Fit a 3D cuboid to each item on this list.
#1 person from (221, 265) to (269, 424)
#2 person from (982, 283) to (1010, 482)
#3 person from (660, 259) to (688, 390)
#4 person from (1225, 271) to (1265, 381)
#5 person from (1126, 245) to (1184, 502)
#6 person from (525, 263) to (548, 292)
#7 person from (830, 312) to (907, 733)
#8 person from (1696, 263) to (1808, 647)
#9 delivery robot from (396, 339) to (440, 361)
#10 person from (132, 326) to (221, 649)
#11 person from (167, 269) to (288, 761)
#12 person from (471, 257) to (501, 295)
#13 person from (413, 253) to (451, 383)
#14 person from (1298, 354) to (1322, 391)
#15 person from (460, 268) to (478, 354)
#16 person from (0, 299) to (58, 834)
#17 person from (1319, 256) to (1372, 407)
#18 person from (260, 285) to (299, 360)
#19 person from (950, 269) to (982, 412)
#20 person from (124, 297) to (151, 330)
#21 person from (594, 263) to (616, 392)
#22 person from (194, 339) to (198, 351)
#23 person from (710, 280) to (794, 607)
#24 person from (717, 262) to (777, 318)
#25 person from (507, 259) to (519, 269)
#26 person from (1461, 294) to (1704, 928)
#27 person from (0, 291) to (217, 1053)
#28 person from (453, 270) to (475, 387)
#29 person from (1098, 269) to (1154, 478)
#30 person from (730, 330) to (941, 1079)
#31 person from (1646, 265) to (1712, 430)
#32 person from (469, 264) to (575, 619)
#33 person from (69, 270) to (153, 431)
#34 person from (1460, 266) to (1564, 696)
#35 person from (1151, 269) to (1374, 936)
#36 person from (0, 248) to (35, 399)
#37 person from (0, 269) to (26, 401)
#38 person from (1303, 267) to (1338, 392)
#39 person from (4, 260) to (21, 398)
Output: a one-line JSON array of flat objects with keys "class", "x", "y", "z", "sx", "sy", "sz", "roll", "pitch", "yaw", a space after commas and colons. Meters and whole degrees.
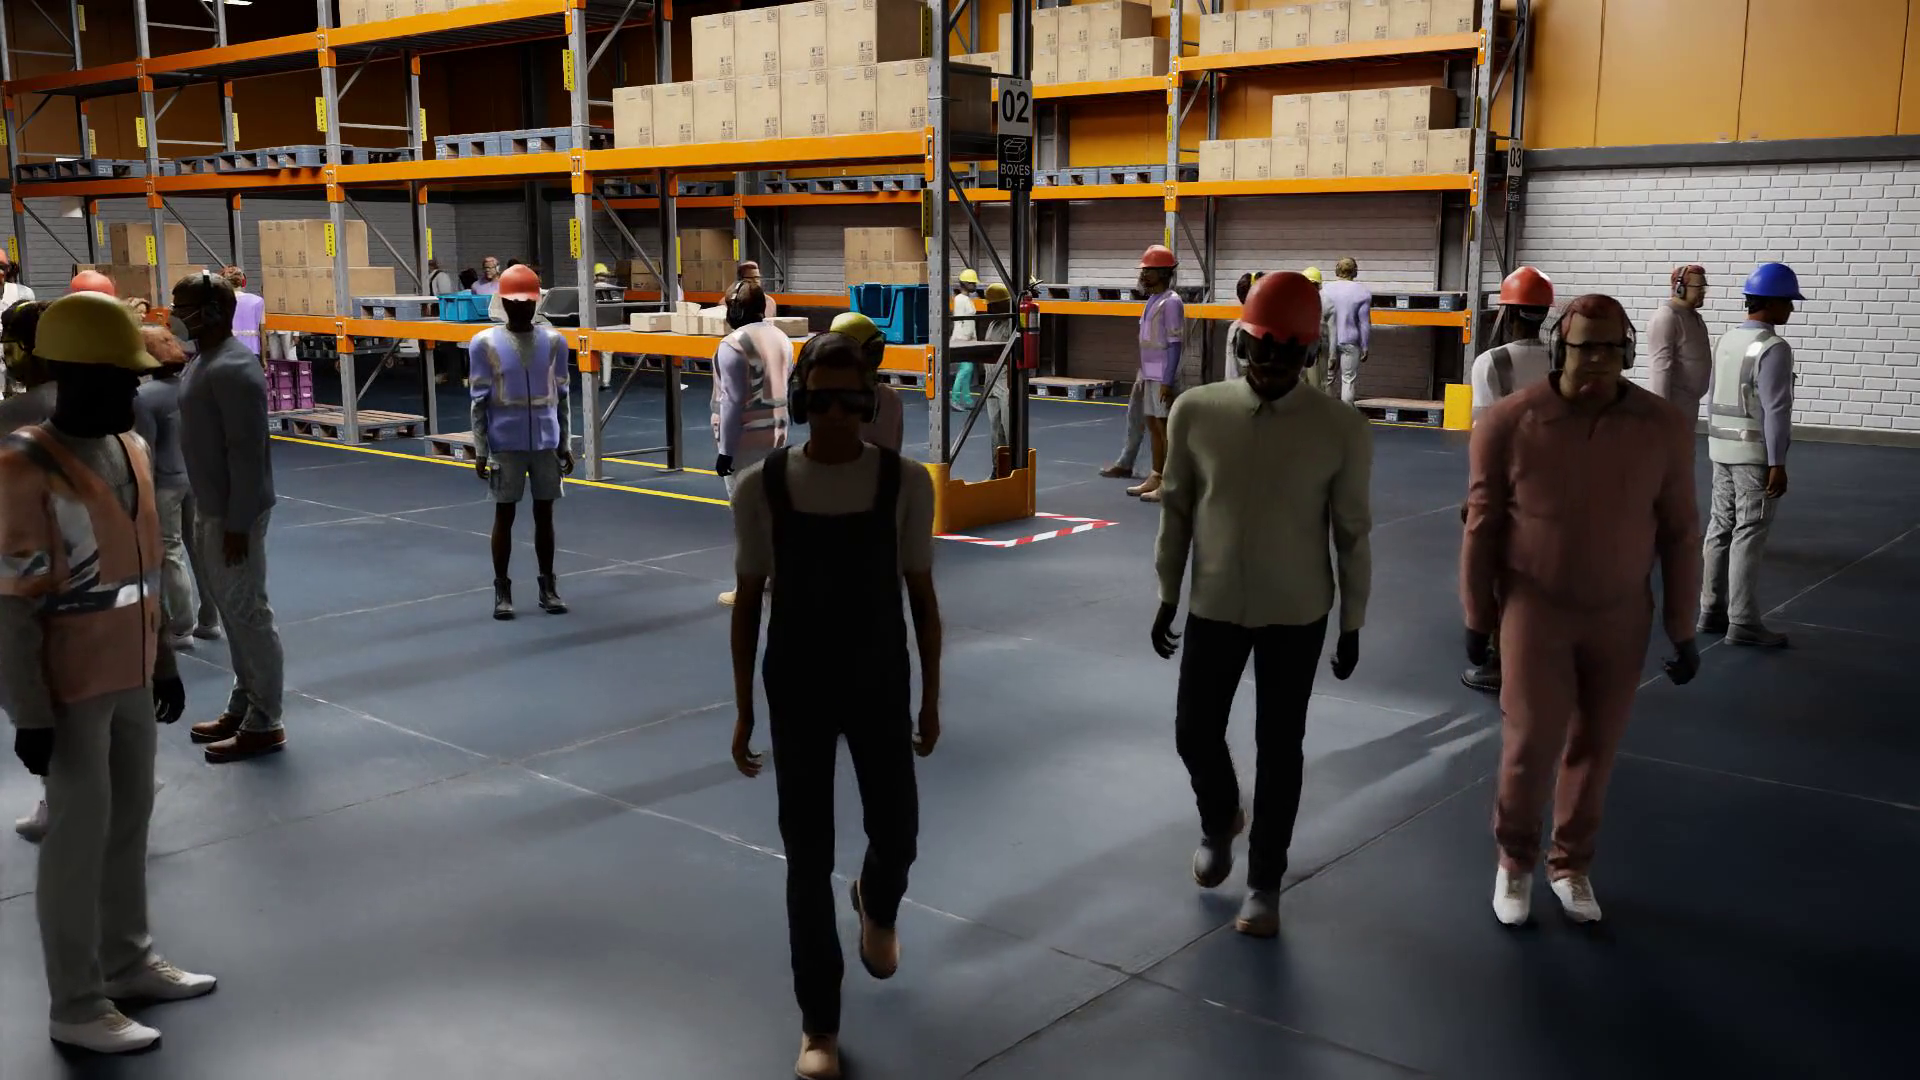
[{"class": "person", "x": -7.257, "y": -1.835, "z": 16.778, "sx": 0.393, "sy": 1.846, "sz": 0.564, "roll": 9, "pitch": 13, "yaw": 41}, {"class": "person", "x": 0.331, "y": -1.265, "z": 13.856, "sx": 0.306, "sy": 1.736, "sz": 0.484, "roll": -5, "pitch": 11, "yaw": -29}, {"class": "person", "x": -4.132, "y": -3.119, "z": 23.890, "sx": 0.370, "sy": 1.916, "sz": 0.597, "roll": 0, "pitch": 10, "yaw": 0}, {"class": "person", "x": 1.893, "y": -0.824, "z": 10.962, "sx": 0.323, "sy": 1.870, "sz": 0.518, "roll": 1, "pitch": 10, "yaw": 3}, {"class": "person", "x": 1.578, "y": -1.327, "z": 13.328, "sx": 0.375, "sy": 2.044, "sz": 0.604, "roll": -2, "pitch": 10, "yaw": -12}, {"class": "person", "x": -5.293, "y": -2.519, "z": 20.709, "sx": 0.875, "sy": 1.845, "sz": 0.524, "roll": 8, "pitch": 13, "yaw": 40}, {"class": "person", "x": -0.408, "y": -0.068, "z": 6.973, "sx": 0.325, "sy": 1.760, "sz": 0.523, "roll": 4, "pitch": 11, "yaw": 21}, {"class": "person", "x": 4.053, "y": -0.434, "z": 8.520, "sx": 0.394, "sy": 1.943, "sz": 0.618, "roll": -1, "pitch": 10, "yaw": -4}, {"class": "delivery robot", "x": -9.235, "y": -3.257, "z": 28.284, "sx": 0.707, "sy": 0.478, "sz": 0.477, "roll": 0, "pitch": 10, "yaw": 2}, {"class": "person", "x": -4.000, "y": -0.262, "z": 8.433, "sx": 0.268, "sy": 1.631, "sz": 0.507, "roll": 2, "pitch": 10, "yaw": 13}, {"class": "person", "x": -2.922, "y": -0.099, "z": 6.632, "sx": 0.358, "sy": 1.938, "sz": 0.636, "roll": -6, "pitch": 12, "yaw": -32}, {"class": "person", "x": -6.270, "y": -2.848, "z": 22.403, "sx": 0.644, "sy": 1.903, "sz": 0.401, "roll": 0, "pitch": 10, "yaw": 1}, {"class": "person", "x": -7.845, "y": -3.315, "z": 24.657, "sx": 0.705, "sy": 2.000, "sz": 0.599, "roll": 7, "pitch": 12, "yaw": 33}, {"class": "person", "x": 2.574, "y": -1.182, "z": 13.161, "sx": 0.441, "sy": 1.810, "sz": 0.635, "roll": -5, "pitch": 11, "yaw": -27}, {"class": "person", "x": -9.338, "y": -4.385, "z": 31.903, "sx": 0.507, "sy": 1.631, "sz": 0.265, "roll": -9, "pitch": 13, "yaw": -41}, {"class": "person", "x": -3.113, "y": 0.112, "z": 5.684, "sx": 0.508, "sy": 1.850, "sz": 0.550, "roll": 3, "pitch": 10, "yaw": 16}, {"class": "person", "x": 4.198, "y": -2.136, "z": 18.275, "sx": 0.630, "sy": 1.934, "sz": 0.369, "roll": 5, "pitch": 11, "yaw": 28}, {"class": "person", "x": -8.772, "y": -2.678, "z": 21.482, "sx": 0.574, "sy": 1.881, "sz": 0.358, "roll": 3, "pitch": 10, "yaw": 17}, {"class": "person", "x": 0.081, "y": -2.469, "z": 20.633, "sx": 0.339, "sy": 1.766, "sz": 0.548, "roll": 3, "pitch": 10, "yaw": 17}, {"class": "person", "x": -7.134, "y": -1.284, "z": 14.351, "sx": 0.586, "sy": 1.602, "sz": 0.528, "roll": 9, "pitch": 13, "yaw": 40}, {"class": "person", "x": -5.040, "y": -2.970, "z": 23.336, "sx": 0.604, "sy": 1.816, "sz": 0.430, "roll": -7, "pitch": 12, "yaw": -34}, {"class": "person", "x": -11.331, "y": -3.151, "z": 24.993, "sx": 0.519, "sy": 1.585, "sz": 0.842, "roll": -6, "pitch": 12, "yaw": -32}, {"class": "person", "x": -1.193, "y": -0.542, "z": 9.436, "sx": 0.429, "sy": 1.841, "sz": 0.634, "roll": 5, "pitch": 11, "yaw": 25}, {"class": "person", "x": -1.920, "y": -1.593, "z": 15.275, "sx": 0.635, "sy": 1.899, "sz": 0.397, "roll": -9, "pitch": 13, "yaw": -41}, {"class": "person", "x": -7.574, "y": -3.866, "z": 28.360, "sx": 0.634, "sy": 1.841, "sz": 0.429, "roll": -3, "pitch": 10, "yaw": -16}, {"class": "person", "x": 1.829, "y": 0.230, "z": 4.897, "sx": 0.656, "sy": 1.887, "sz": 0.529, "roll": 1, "pitch": 10, "yaw": 5}, {"class": "person", "x": -2.177, "y": 0.334, "z": 4.241, "sx": 0.403, "sy": 1.918, "sz": 0.596, "roll": 1, "pitch": 10, "yaw": 5}, {"class": "person", "x": -7.148, "y": -3.073, "z": 24.251, "sx": 0.536, "sy": 1.700, "sz": 0.317, "roll": -6, "pitch": 11, "yaw": -29}, {"class": "person", "x": 1.781, "y": -1.474, "z": 14.610, "sx": 1.013, "sy": 1.902, "sz": 0.625, "roll": 2, "pitch": 10, "yaw": 10}, {"class": "person", "x": -0.312, "y": 0.387, "z": 4.189, "sx": 0.533, "sy": 1.830, "sz": 0.672, "roll": -1, "pitch": 10, "yaw": -4}, {"class": "person", "x": 4.953, "y": -0.930, "z": 11.458, "sx": 0.403, "sy": 1.906, "sz": 0.651, "roll": 9, "pitch": 13, "yaw": 41}, {"class": "person", "x": -2.380, "y": -0.531, "z": 9.108, "sx": 0.551, "sy": 1.932, "sz": 0.378, "roll": -5, "pitch": 11, "yaw": -28}, {"class": "person", "x": -4.959, "y": -0.615, "z": 9.755, "sx": 0.556, "sy": 1.916, "sz": 0.884, "roll": -1, "pitch": 10, "yaw": -5}, {"class": "person", "x": 2.529, "y": -0.258, "z": 7.539, "sx": 0.543, "sy": 1.939, "sz": 0.370, "roll": -2, "pitch": 10, "yaw": -12}, {"class": "person", "x": 0.885, "y": 0.193, "z": 4.905, "sx": 0.638, "sy": 1.964, "sz": 0.610, "roll": 3, "pitch": 10, "yaw": 18}, {"class": "person", "x": -8.945, "y": -1.721, "z": 15.561, "sx": 0.605, "sy": 2.048, "sz": 0.369, "roll": -8, "pitch": 13, "yaw": -39}, {"class": "person", "x": -8.721, "y": -1.540, "z": 15.087, "sx": 0.835, "sy": 1.847, "sz": 0.617, "roll": 1, "pitch": 10, "yaw": 7}, {"class": "person", "x": 3.743, "y": -2.000, "z": 17.806, "sx": 0.599, "sy": 1.827, "sz": 0.404, "roll": 5, "pitch": 11, "yaw": 25}, {"class": "person", "x": -9.219, "y": -1.715, "z": 15.895, "sx": 0.610, "sy": 1.929, "sz": 0.773, "roll": 9, "pitch": 13, "yaw": 40}]
